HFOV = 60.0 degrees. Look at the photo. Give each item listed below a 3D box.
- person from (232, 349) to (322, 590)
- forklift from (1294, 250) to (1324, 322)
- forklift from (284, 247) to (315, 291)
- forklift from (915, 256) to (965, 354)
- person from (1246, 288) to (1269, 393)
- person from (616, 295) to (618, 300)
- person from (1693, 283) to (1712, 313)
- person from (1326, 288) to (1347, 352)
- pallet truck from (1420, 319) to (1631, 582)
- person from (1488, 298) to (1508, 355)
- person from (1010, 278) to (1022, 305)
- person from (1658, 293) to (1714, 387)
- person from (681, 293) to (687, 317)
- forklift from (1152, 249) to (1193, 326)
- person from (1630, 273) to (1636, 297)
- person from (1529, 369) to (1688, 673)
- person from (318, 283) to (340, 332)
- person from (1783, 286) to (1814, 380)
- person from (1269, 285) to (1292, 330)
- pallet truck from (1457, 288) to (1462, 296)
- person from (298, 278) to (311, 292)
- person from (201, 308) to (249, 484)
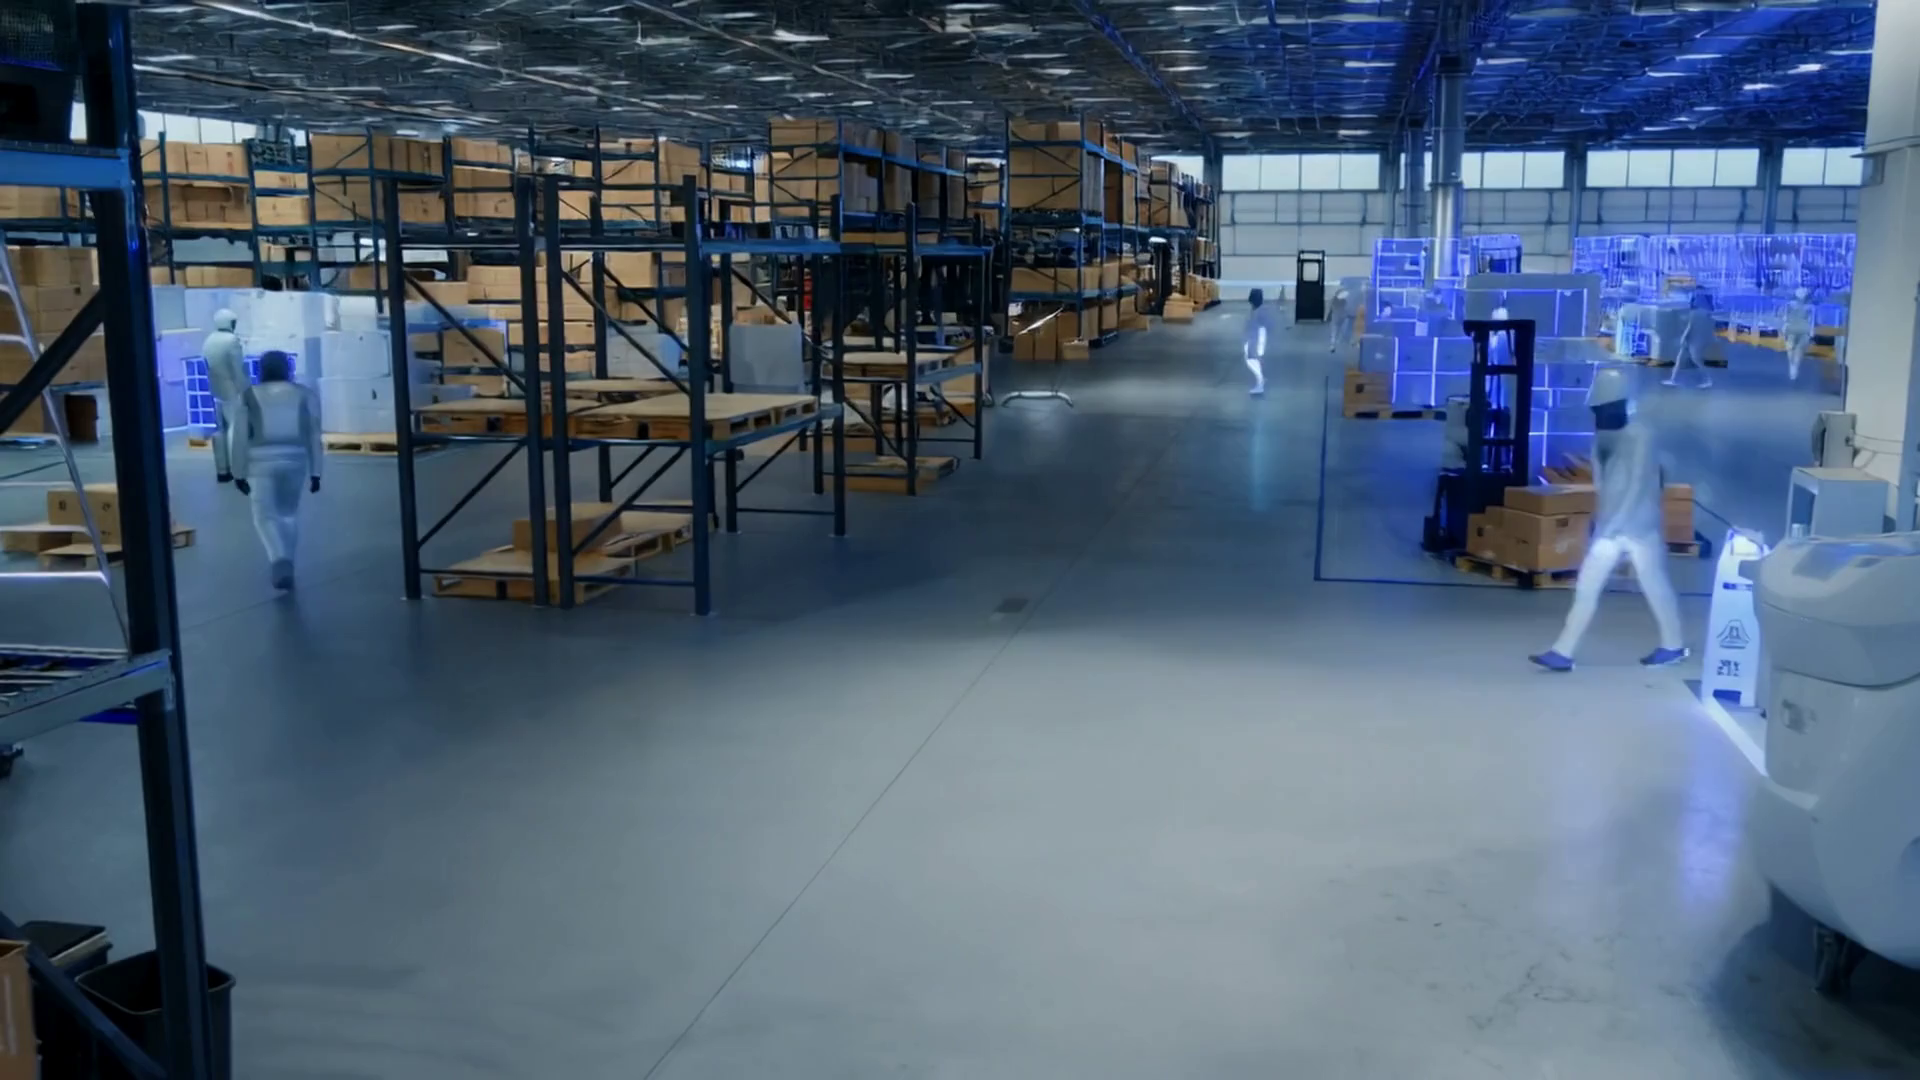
[{"bbox_3d":[-5.062,-0.510,12.388,0.624,1.819,0.753,-6,11,-30],"label":"person"},{"bbox_3d":[13.778,-10.002,65.433,1.129,2.768,1.873,2,10,12],"label":"forklift"},{"bbox_3d":[-19.586,-7.340,49.670,1.129,2.768,1.873,2,10,12],"label":"forklift"},{"bbox_3d":[-0.577,-6.293,43.470,1.129,2.768,1.873,2,10,12],"label":"forklift"},{"bbox_3d":[5.466,-3.676,30.744,0.419,1.949,0.616,0,10,2],"label":"person"},{"bbox_3d":[-8.486,-5.250,40.988,0.528,1.630,0.322,1,10,4],"label":"person"},{"bbox_3d":[20.734,-6.294,46.648,0.587,1.811,0.426,2,10,13],"label":"person"},{"bbox_3d":[10.068,-5.873,44.472,0.510,1.698,0.950,3,10,18],"label":"person"},{"bbox_3d":[4.543,-0.757,13.299,0.823,1.965,1.885,-4,10,-22],"label":"pallet truck"},{"bbox_3d":[12.275,-4.725,37.975,0.887,1.590,0.533,-1,10,-8],"label":"person"},{"bbox_3d":[1.946,-8.345,58.165,0.422,2.028,0.627,-4,10,-22],"label":"person"},{"bbox_3d":[14.177,-3.866,32.256,0.995,1.825,0.536,4,10,21],"label":"person"},{"bbox_3d":[-6.668,-5.255,40.946,0.886,1.641,0.551,9,13,43],"label":"person"},{"bbox_3d":[7.646,-9.320,61.395,1.873,2.768,1.129,2,10,11],"label":"forklift"},{"bbox_3d":[33.221,-12.276,82.056,0.591,1.812,0.605,3,10,17],"label":"person"},{"bbox_3d":[3.966,-0.095,9.887,1.120,1.840,0.575,-3,10,-20],"label":"person"},{"bbox_3d":[-14.611,-4.952,38.349,0.630,1.931,0.366,-7,12,-35],"label":"person"},{"bbox_3d":[17.304,-4.271,34.335,0.560,1.921,0.554,6,11,31],"label":"person"},{"bbox_3d":[11.223,-8.126,58.112,0.815,1.602,0.496,4,10,24],"label":"person"},{"bbox_3d":[20.506,-9.785,68.819,0.653,1.274,1.630,2,10,12],"label":"pallet truck"},{"bbox_3d":[-17.003,-5.825,43.358,0.458,1.974,0.629,1,10,3],"label":"person"},{"bbox_3d":[-8.081,-1.586,18.381,0.631,1.940,0.372,6,11,32],"label":"person"}]
